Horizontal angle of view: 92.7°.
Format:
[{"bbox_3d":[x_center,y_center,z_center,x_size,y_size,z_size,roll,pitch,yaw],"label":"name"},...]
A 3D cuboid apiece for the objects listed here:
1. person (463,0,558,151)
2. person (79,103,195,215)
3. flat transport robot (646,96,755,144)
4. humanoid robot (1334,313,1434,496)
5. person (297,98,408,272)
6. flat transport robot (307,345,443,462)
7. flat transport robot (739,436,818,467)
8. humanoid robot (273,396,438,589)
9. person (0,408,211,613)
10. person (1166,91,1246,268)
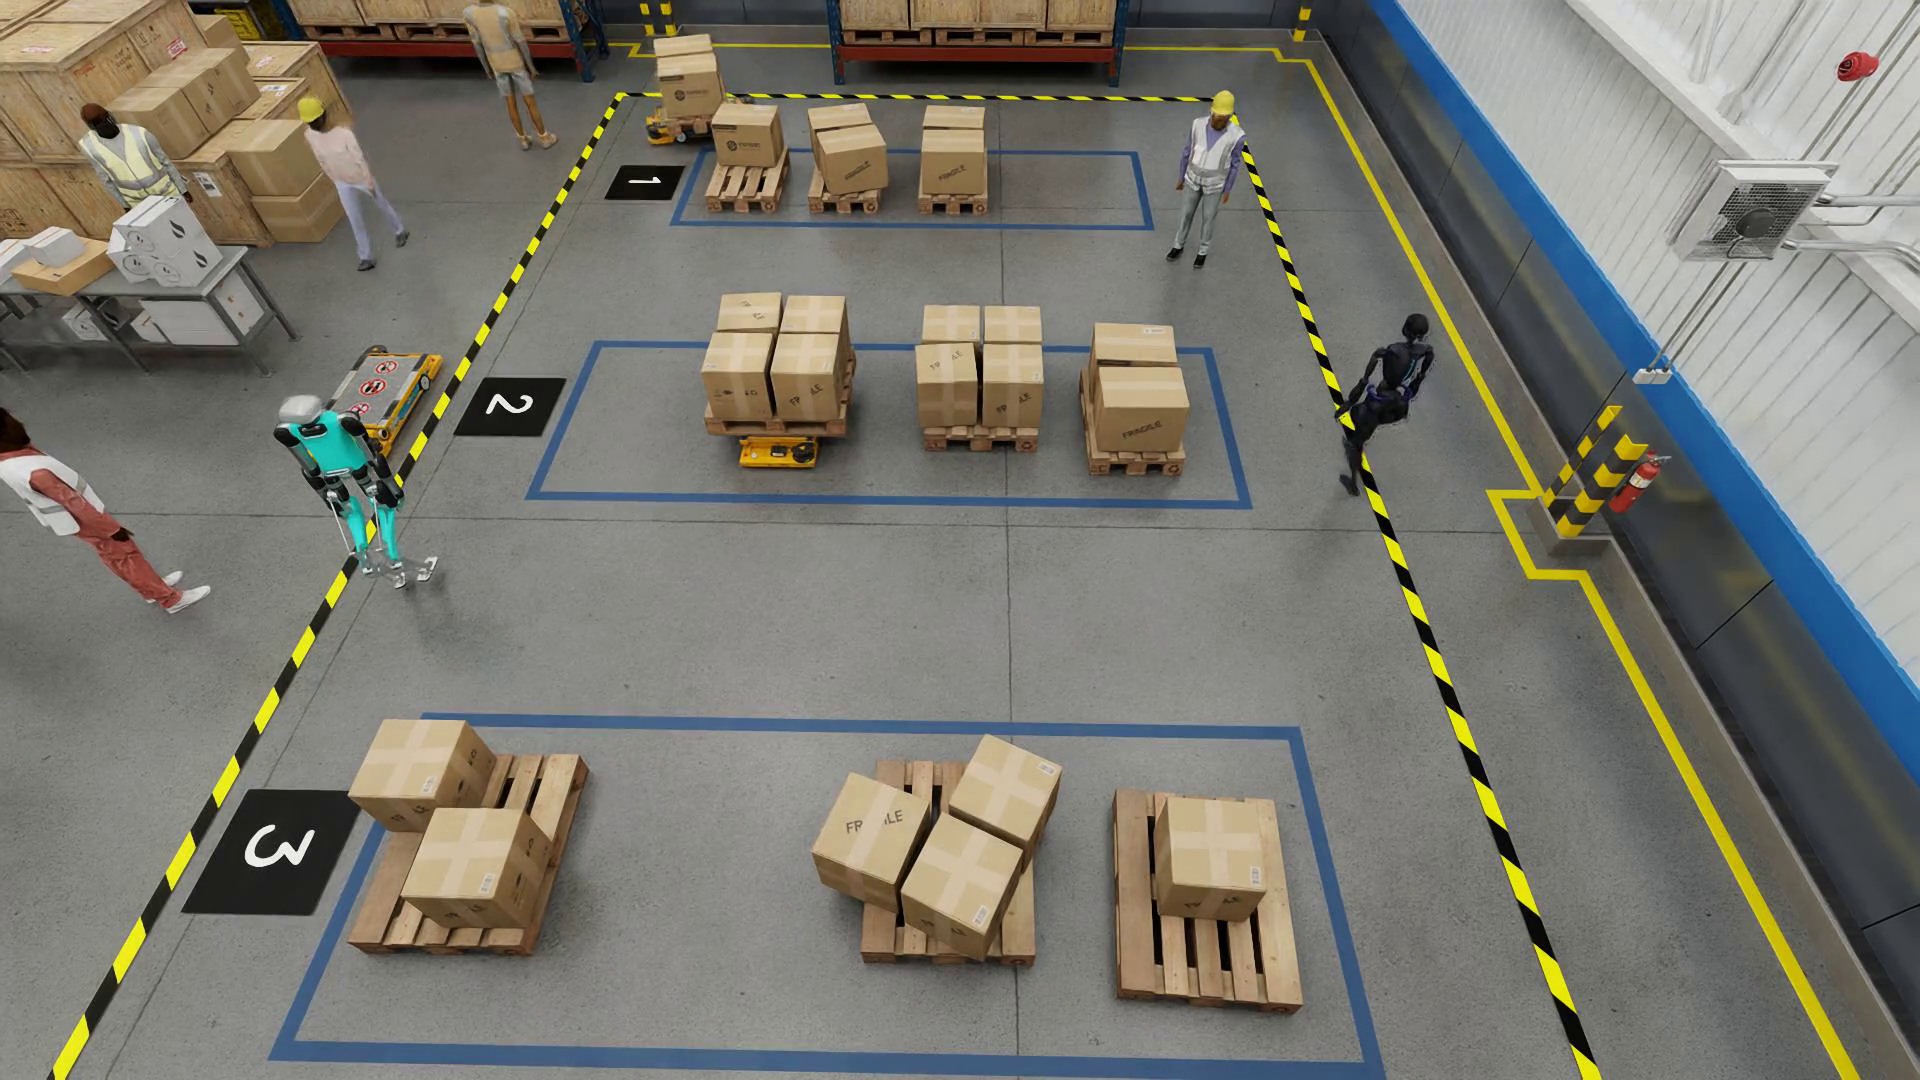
[{"bbox_3d":[-5.462,-5.769,11.088,0.612,2.041,0.391,-2,50,-2],"label":"person"},{"bbox_3d":[-8.171,-3.481,9.282,0.632,1.843,0.429,-28,55,-22],"label":"person"},{"bbox_3d":[-3.377,-5.516,12.017,1.431,0.197,0.652,-12,51,-10],"label":"flat transport robot"},{"bbox_3d":[3.365,-1.146,7.423,0.611,1.640,0.652,-7,50,-6],"label":"humanoid robot"},{"bbox_3d":[-6.348,-3.709,9.553,0.525,1.720,0.901,-5,50,-4],"label":"person"},{"bbox_3d":[-5.383,-1.269,8.441,0.659,0.231,1.431,1,50,1],"label":"flat transport robot"},{"bbox_3d":[-1.582,-1.235,8.394,0.652,0.197,1.431,1,50,1],"label":"flat transport robot"},{"bbox_3d":[-4.274,-0.202,6.490,0.533,1.673,0.735,-11,51,-9],"label":"humanoid robot"},{"bbox_3d":[-6.146,-0.167,6.427,0.592,1.919,0.392,22,53,17],"label":"person"},{"bbox_3d":[2.532,-3.705,9.477,0.599,1.831,0.404,23,54,19],"label":"person"}]
